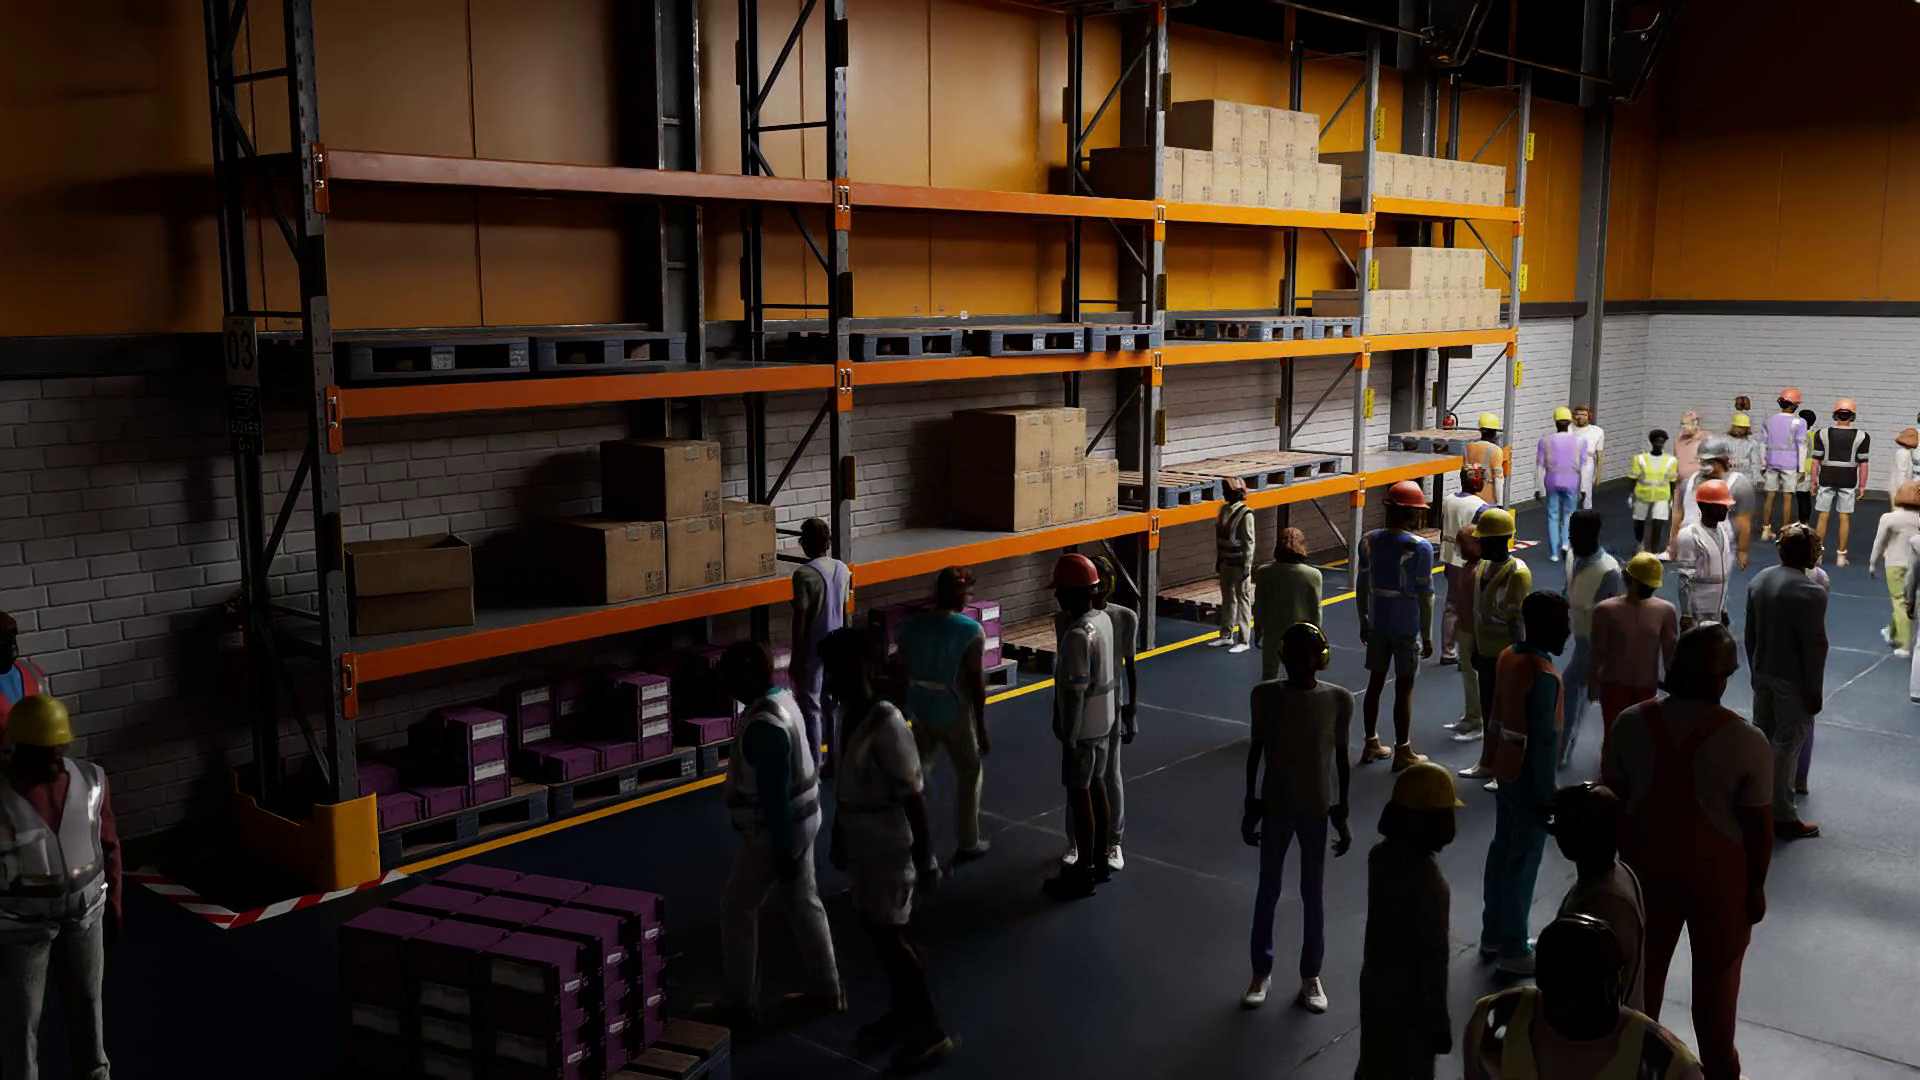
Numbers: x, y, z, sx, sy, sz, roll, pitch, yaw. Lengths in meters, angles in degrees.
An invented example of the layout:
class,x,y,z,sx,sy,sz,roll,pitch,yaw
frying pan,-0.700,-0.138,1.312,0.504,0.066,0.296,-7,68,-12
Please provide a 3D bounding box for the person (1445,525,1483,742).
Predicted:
class,x,y,z,sx,sy,sz,roll,pitch,yaw
person,3.817,0.693,12.460,0.295,1.628,0.577,1,9,3

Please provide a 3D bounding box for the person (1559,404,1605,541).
class,x,y,z,sx,sy,sz,roll,pitch,yaw
person,8.193,-0.886,21.963,0.562,1.836,0.385,7,11,38

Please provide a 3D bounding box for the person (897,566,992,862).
class,x,y,z,sx,sy,sz,roll,pitch,yaw
person,-0.076,1.044,9.626,0.648,1.792,0.824,5,10,32

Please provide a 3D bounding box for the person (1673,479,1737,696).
class,x,y,z,sx,sy,sz,roll,pitch,yaw
person,5.676,0.501,12.669,0.543,1.942,0.350,-6,10,-32

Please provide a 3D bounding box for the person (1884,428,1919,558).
class,x,y,z,sx,sy,sz,roll,pitch,yaw
person,11.687,-0.583,20.687,0.315,1.624,0.503,5,10,30

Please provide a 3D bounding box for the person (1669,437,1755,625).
class,x,y,z,sx,sy,sz,roll,pitch,yaw
person,6.855,0.045,15.287,0.561,2.000,0.700,-6,11,-35

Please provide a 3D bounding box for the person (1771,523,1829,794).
class,x,y,z,sx,sy,sz,roll,pitch,yaw
person,5.506,0.804,11.037,0.526,1.842,0.332,-5,10,-31

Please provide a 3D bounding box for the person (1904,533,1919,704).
class,x,y,z,sx,sy,sz,roll,pitch,yaw
person,7.943,0.486,13.409,0.574,1.743,0.351,8,12,41

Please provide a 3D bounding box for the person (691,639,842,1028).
class,x,y,z,sx,sy,sz,roll,pitch,yaw
person,-0.923,1.350,7.676,0.783,1.801,0.636,0,9,1

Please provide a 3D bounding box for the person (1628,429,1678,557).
class,x,y,z,sx,sy,sz,roll,pitch,yaw
person,8.371,-0.522,20.125,0.544,1.680,0.739,3,9,20

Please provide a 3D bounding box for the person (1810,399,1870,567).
class,x,y,z,sx,sy,sz,roll,pitch,yaw
person,10.601,-0.688,20.068,0.611,2.030,0.410,5,10,28

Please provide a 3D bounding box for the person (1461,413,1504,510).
class,x,y,z,sx,sy,sz,roll,pitch,yaw
person,6.035,-0.496,19.143,0.379,1.923,0.595,-5,10,-27

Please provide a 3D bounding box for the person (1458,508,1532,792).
class,x,y,z,sx,sy,sz,roll,pitch,yaw
person,3.622,0.734,11.258,0.408,1.918,0.584,-2,9,-12

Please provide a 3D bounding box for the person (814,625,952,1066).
class,x,y,z,sx,sy,sz,roll,pitch,yaw
person,-0.367,1.340,7.379,0.474,1.899,0.641,-4,10,-24

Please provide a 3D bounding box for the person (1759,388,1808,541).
class,x,y,z,sx,sy,sz,roll,pitch,yaw
person,10.870,-0.987,21.938,0.393,2.041,0.614,-6,11,-34

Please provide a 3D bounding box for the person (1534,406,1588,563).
class,x,y,z,sx,sy,sz,roll,pitch,yaw
person,7.340,-0.678,20.352,0.607,1.910,0.455,2,9,15

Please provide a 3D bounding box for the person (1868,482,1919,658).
class,x,y,z,sx,sy,sz,roll,pitch,yaw
person,8.697,0.253,15.377,0.519,1.580,0.842,1,9,8

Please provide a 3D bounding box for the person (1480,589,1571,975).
class,x,y,z,sx,sy,sz,roll,pitch,yaw
person,2.810,1.190,8.300,0.375,1.916,0.592,0,9,-1

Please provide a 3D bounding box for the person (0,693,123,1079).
class,x,y,z,sx,sy,sz,roll,pitch,yaw
person,-3.624,1.498,6.621,0.403,1.824,0.592,7,11,38

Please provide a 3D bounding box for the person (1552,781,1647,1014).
class,x,y,z,sx,sy,sz,roll,pitch,yaw
person,2.030,1.678,5.393,0.351,1.843,0.506,4,10,25

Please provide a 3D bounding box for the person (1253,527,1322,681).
class,x,y,z,sx,sy,sz,roll,pitch,yaw
person,2.418,0.714,12.313,0.503,1.625,0.292,3,9,19

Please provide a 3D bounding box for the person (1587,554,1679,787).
class,x,y,z,sx,sy,sz,roll,pitch,yaw
person,4.273,0.944,10.505,0.524,1.725,0.751,0,9,1

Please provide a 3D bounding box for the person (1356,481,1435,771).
class,x,y,z,sx,sy,sz,roll,pitch,yaw
person,3.086,0.596,11.733,0.392,2.038,0.611,-7,11,-38

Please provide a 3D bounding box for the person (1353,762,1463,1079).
class,x,y,z,sx,sy,sz,roll,pitch,yaw
person,1.609,1.644,5.969,0.354,1.734,0.495,-1,9,-8

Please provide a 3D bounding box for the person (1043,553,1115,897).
class,x,y,z,sx,sy,sz,roll,pitch,yaw
person,0.663,1.029,9.310,0.386,1.929,0.543,4,9,22

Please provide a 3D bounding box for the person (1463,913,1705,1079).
class,x,y,z,sx,sy,sz,roll,pitch,yaw
person,1.562,1.848,4.303,0.623,1.844,0.430,6,11,35

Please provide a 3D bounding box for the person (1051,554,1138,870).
class,x,y,z,sx,sy,sz,roll,pitch,yaw
person,0.788,0.999,9.722,0.512,1.862,0.327,2,9,12

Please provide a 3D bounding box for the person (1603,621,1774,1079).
class,x,y,z,sx,sy,sz,roll,pitch,yaw
person,3.075,1.334,6.972,0.537,2.000,0.679,-8,12,-43

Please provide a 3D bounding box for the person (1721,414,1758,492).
class,x,y,z,sx,sy,sz,roll,pitch,yaw
person,10.045,-0.765,21.482,0.506,1.727,0.454,1,9,6

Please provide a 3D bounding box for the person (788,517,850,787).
class,x,y,z,sx,sy,sz,roll,pitch,yaw
person,-0.962,0.760,11.348,0.349,1.836,0.517,7,11,38

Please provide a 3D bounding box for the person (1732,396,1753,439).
class,x,y,z,sx,sy,sz,roll,pitch,yaw
person,12.382,-1.465,26.349,0.316,1.629,0.509,4,10,24

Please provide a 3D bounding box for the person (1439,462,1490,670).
class,x,y,z,sx,sy,sz,roll,pitch,yaw
person,4.453,0.233,14.696,0.374,1.843,0.575,-3,9,-21

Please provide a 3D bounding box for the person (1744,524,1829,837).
class,x,y,z,sx,sy,sz,roll,pitch,yaw
person,5.129,0.862,10.344,0.356,1.938,0.633,-2,9,-11

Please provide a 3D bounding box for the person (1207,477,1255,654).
class,x,y,z,sx,sy,sz,roll,pitch,yaw
person,2.541,0.225,15.408,0.315,1.641,0.514,-4,10,-26

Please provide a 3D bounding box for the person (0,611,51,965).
class,x,y,z,sx,sy,sz,roll,pitch,yaw
person,-4.676,1.252,8.143,0.430,1.845,0.619,2,9,15

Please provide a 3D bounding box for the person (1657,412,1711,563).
class,x,y,z,sx,sy,sz,roll,pitch,yaw
person,8.945,-0.631,20.287,0.969,1.853,0.684,-5,10,-29

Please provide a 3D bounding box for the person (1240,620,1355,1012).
class,x,y,z,sx,sy,sz,roll,pitch,yaw
person,1.584,1.290,7.830,0.518,1.865,0.327,2,9,11
